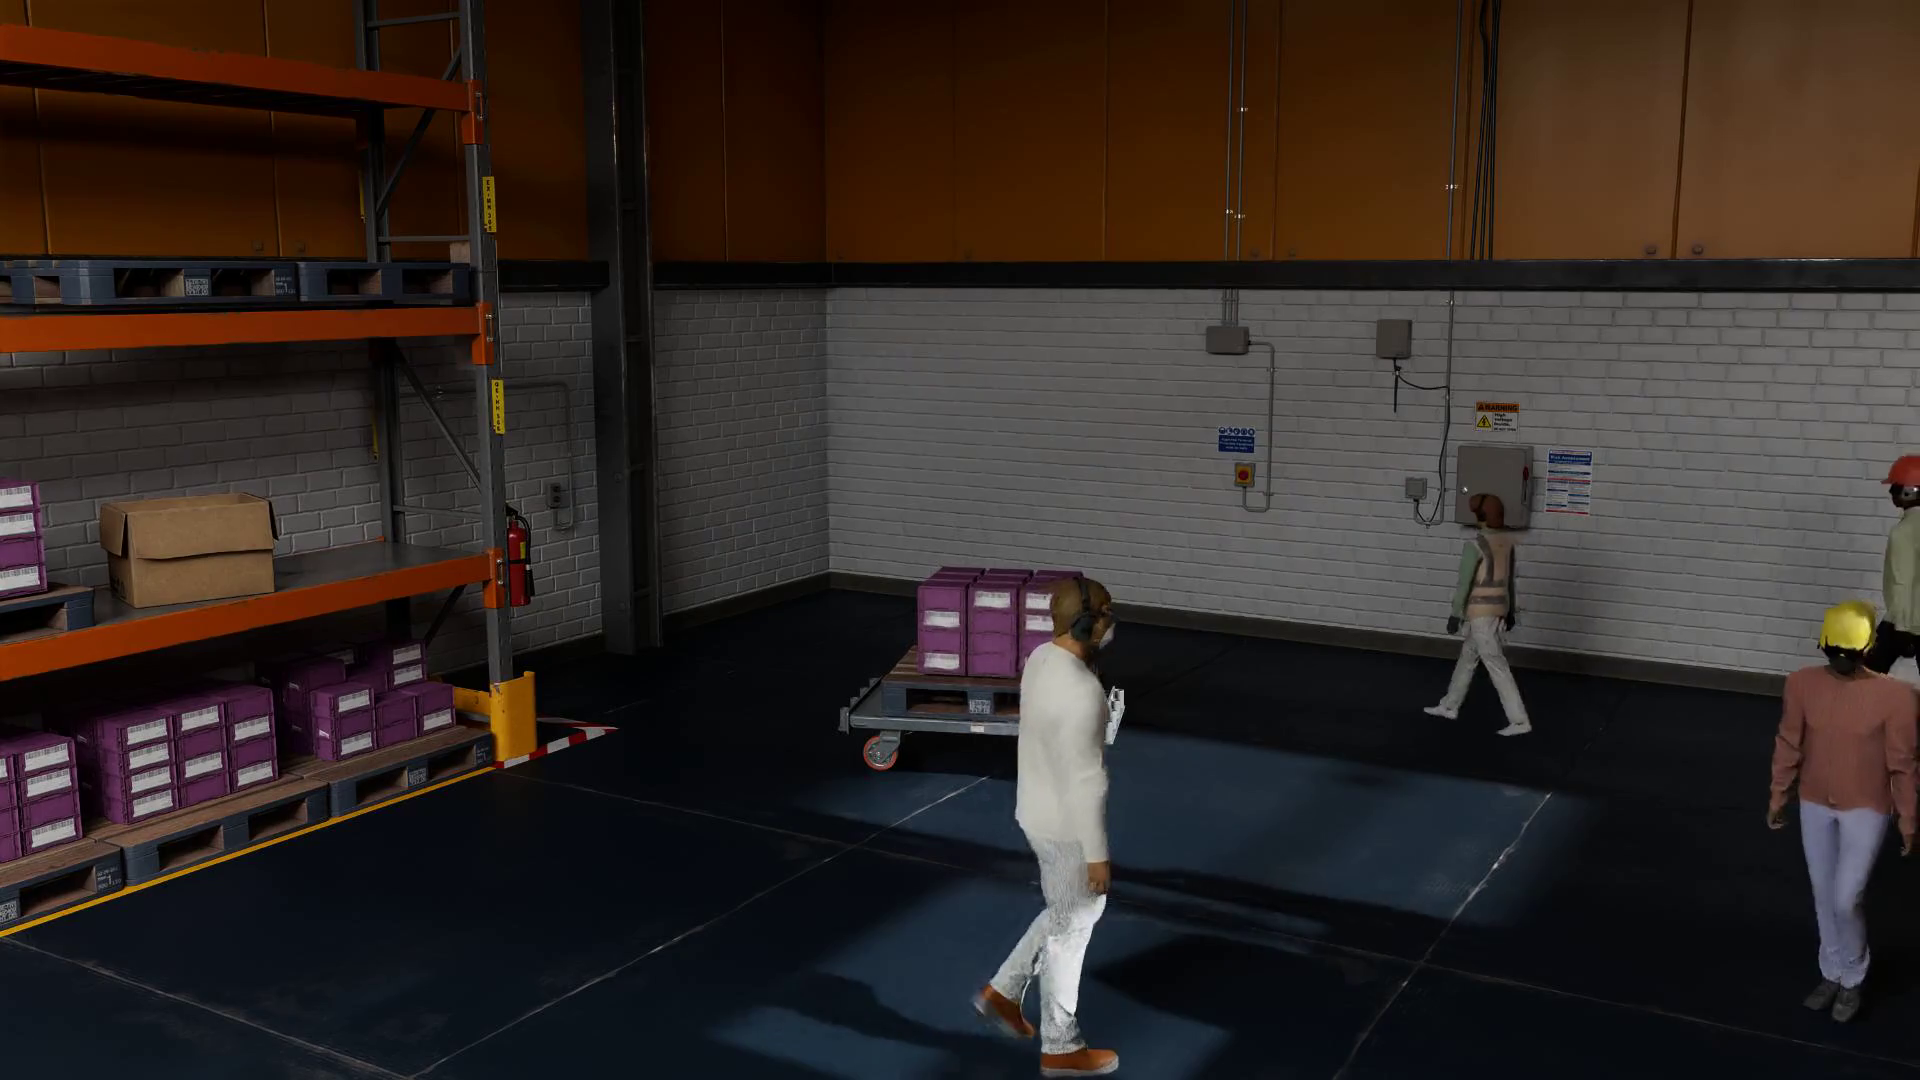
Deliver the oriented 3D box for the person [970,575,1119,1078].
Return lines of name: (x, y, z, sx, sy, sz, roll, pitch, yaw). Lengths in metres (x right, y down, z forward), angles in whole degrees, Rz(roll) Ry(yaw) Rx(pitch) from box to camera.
person: (0.377, 1.083, 6.237, 0.481, 1.927, 0.640, -1, 9, -8)

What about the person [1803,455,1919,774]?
person: (5.717, 0.448, 10.129, 0.612, 1.937, 1.001, -5, 10, -29)

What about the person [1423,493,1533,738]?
person: (3.473, 0.484, 10.984, 0.530, 1.596, 0.851, -9, 12, -43)

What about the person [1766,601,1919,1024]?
person: (3.564, 1.089, 6.733, 0.454, 1.732, 0.565, -7, 11, -36)
